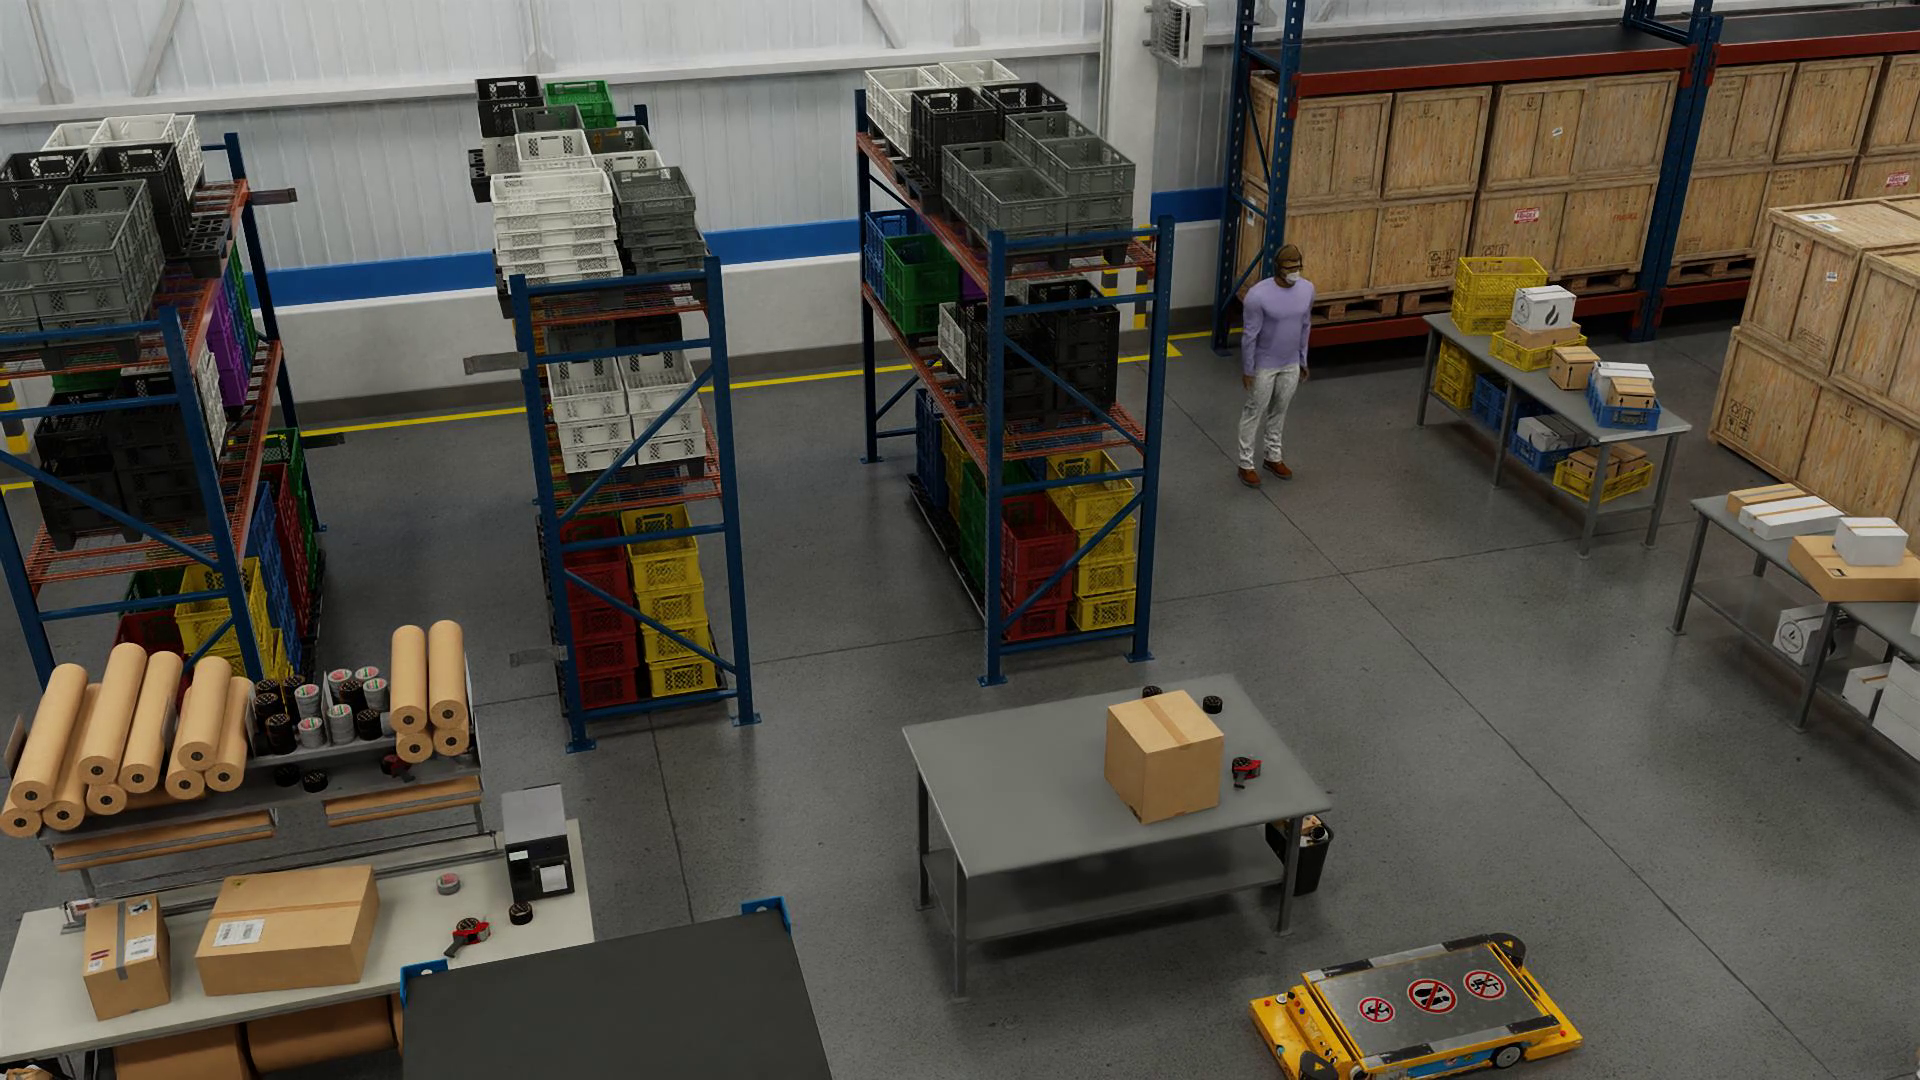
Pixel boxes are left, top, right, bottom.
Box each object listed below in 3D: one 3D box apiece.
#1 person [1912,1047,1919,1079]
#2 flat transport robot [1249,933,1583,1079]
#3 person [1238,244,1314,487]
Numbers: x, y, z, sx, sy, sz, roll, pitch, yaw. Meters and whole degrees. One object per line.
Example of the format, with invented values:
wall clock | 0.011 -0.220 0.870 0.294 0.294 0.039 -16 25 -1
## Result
person | 4.613 1.717 7.344 0.354 1.886 0.572 21 35 33
flat transport robot | 2.184 2.282 7.980 1.431 0.197 0.652 -8 30 -14
person | 2.443 -1.361 12.890 0.627 1.940 0.371 -13 31 -23
